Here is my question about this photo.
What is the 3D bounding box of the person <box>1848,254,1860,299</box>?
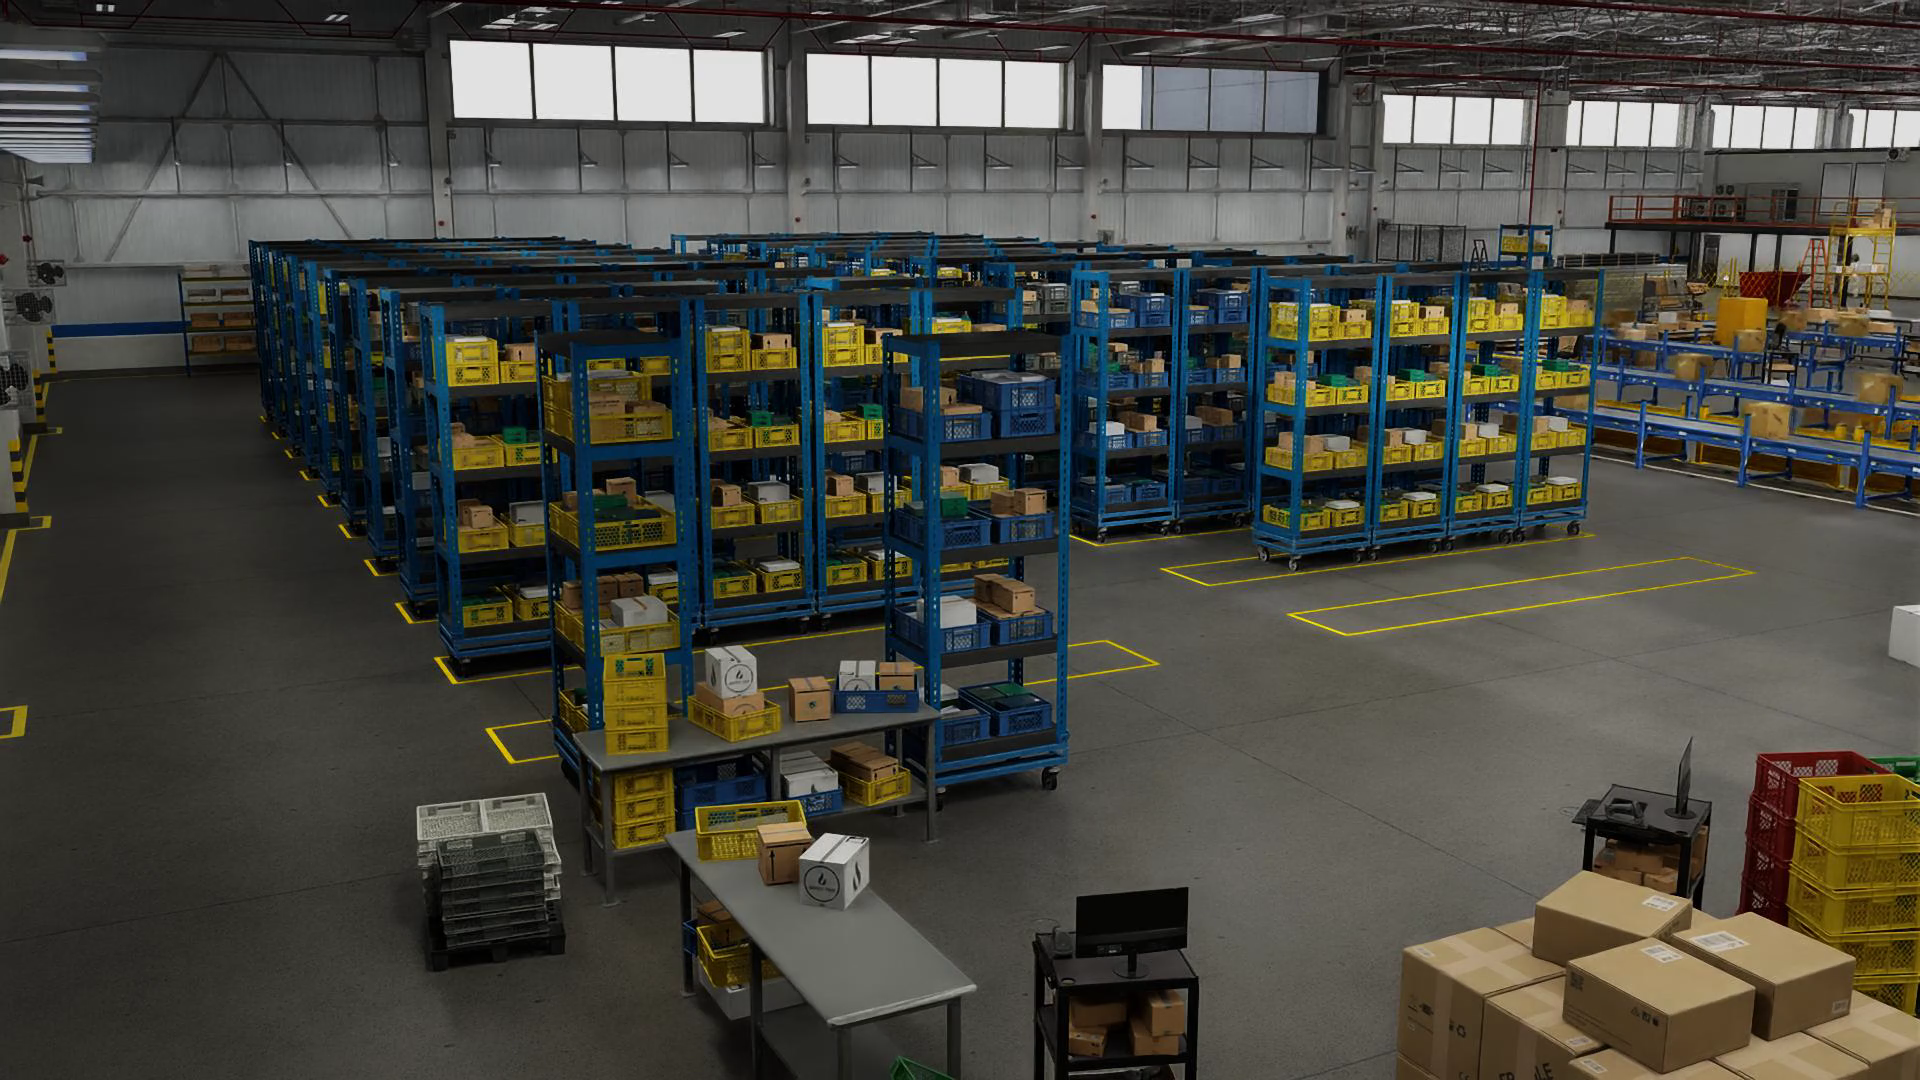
[{"bbox_3d":[37.197,-10.983,69.291,0.580,1.860,0.812,-6,13,-26],"label":"person"}]

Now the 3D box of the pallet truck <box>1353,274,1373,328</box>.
[{"bbox_3d":[13.011,-8.050,55.243,0.823,1.965,1.885,-7,14,-28],"label":"pallet truck"}]

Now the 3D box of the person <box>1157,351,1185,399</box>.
[{"bbox_3d":[4.654,-4.065,36.814,0.640,1.911,0.410,-3,12,-13],"label":"person"}]
